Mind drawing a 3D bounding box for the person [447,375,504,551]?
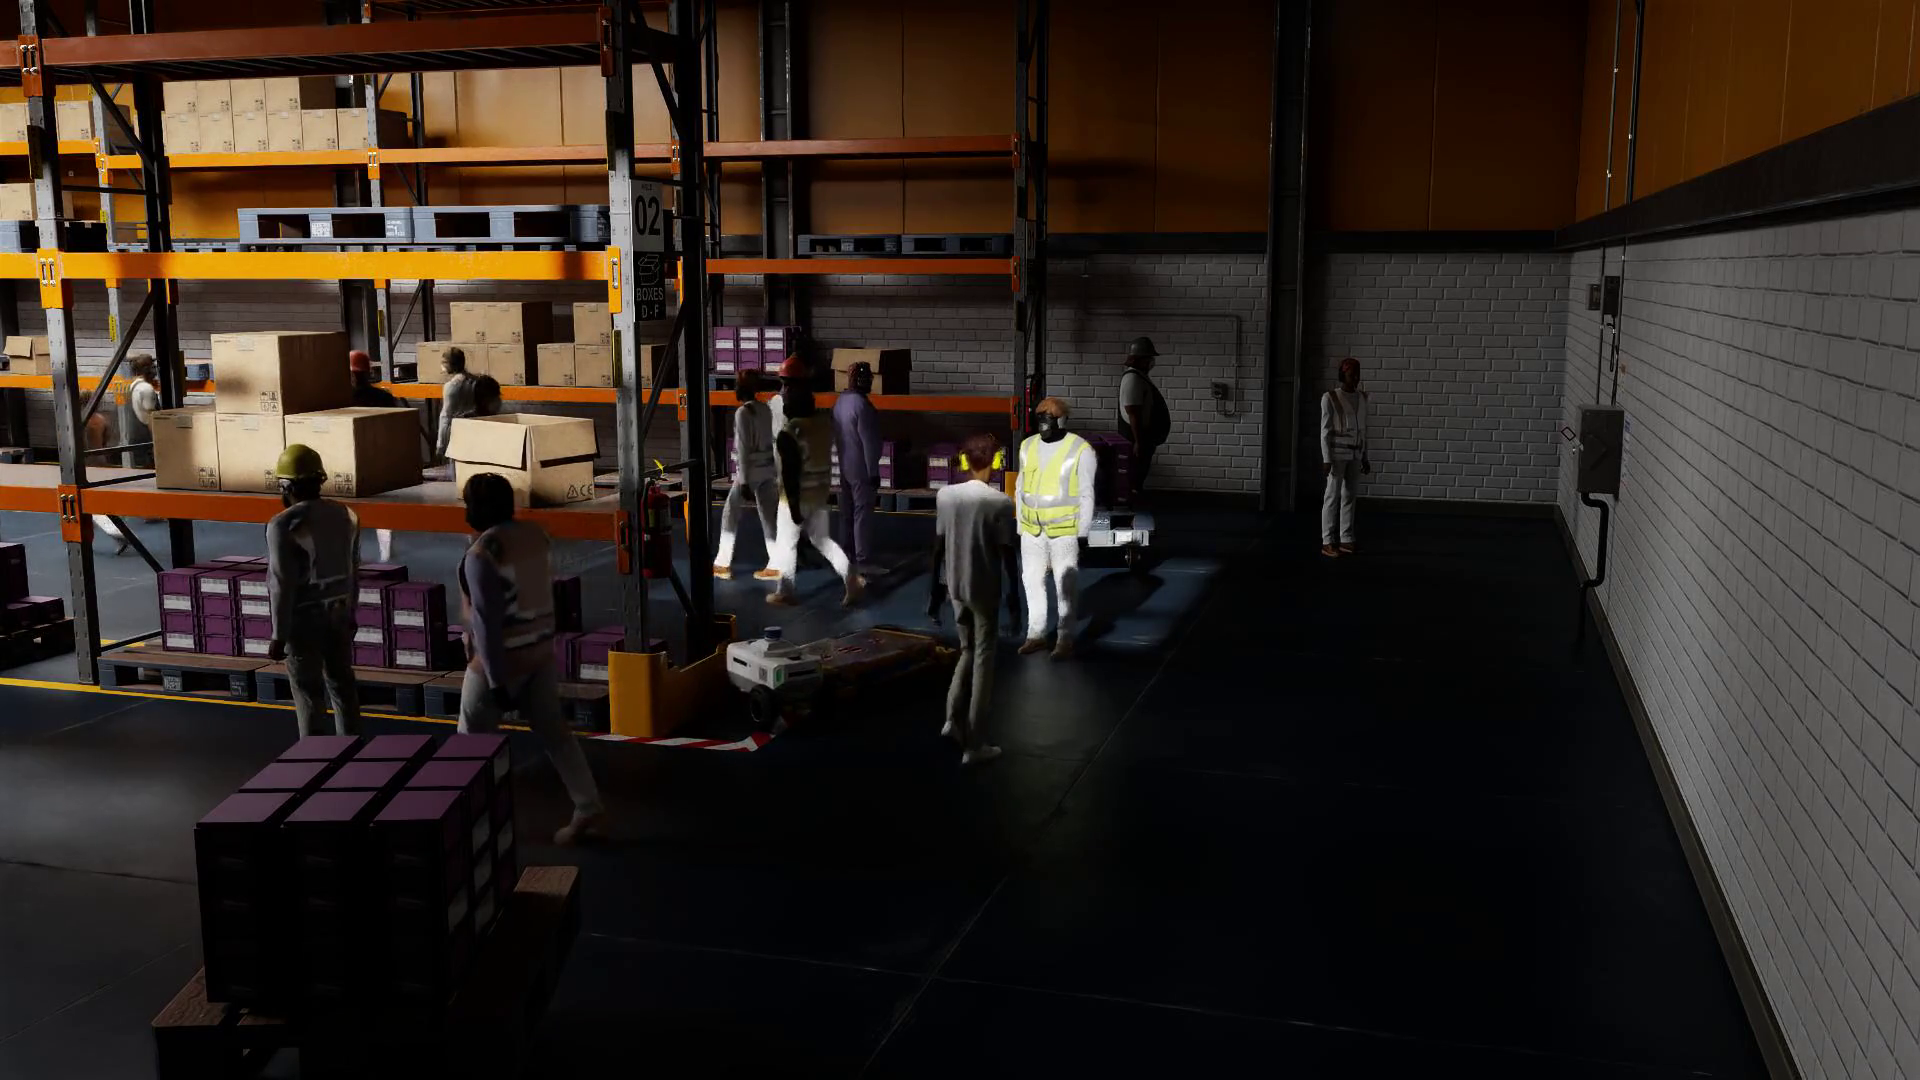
[{"bbox_3d":[-3.628,-0.300,12.767,0.434,1.923,0.631,6,11,34],"label":"person"}]

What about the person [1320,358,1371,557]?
[{"bbox_3d":[3.671,-0.785,15.830,0.575,1.883,0.355,-6,11,-31],"label":"person"}]

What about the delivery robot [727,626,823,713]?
[{"bbox_3d":[-1.131,0.770,10.106,0.477,0.478,0.707,-6,11,-34],"label":"delivery robot"}]

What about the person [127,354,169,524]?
[{"bbox_3d":[-8.635,-1.067,17.714,0.414,1.826,0.533,-8,12,-41],"label":"person"}]

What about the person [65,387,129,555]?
[{"bbox_3d":[-8.255,-0.653,15.827,0.764,1.611,0.526,1,9,8],"label":"person"}]

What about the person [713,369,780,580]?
[{"bbox_3d":[-1.915,-0.568,14.589,0.888,1.848,0.579,4,10,23],"label":"person"}]

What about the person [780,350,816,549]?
[{"bbox_3d":[-1.561,-0.881,16.245,0.372,1.940,0.631,-3,10,-19],"label":"person"}]

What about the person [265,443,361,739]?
[{"bbox_3d":[-3.392,0.409,8.707,0.404,1.829,0.600,4,10,22],"label":"person"}]

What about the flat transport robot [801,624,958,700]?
[{"bbox_3d":[-0.686,0.802,11.054,0.652,0.197,1.431,6,11,34],"label":"flat transport robot"}]

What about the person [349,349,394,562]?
[{"bbox_3d":[-5.518,-0.761,15.358,0.619,1.997,0.395,-1,9,-7],"label":"person"}]

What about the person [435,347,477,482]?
[{"bbox_3d":[-5.262,-1.022,17.149,0.757,1.919,0.660,1,9,7],"label":"person"}]

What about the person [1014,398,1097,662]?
[{"bbox_3d":[0.645,-0.073,11.642,0.648,1.839,0.429,6,11,33],"label":"person"}]

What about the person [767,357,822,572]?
[{"bbox_3d":[-1.514,-0.683,15.038,0.547,1.938,0.378,9,13,43],"label":"person"}]

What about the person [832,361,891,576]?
[{"bbox_3d":[-0.881,-0.639,14.866,0.410,1.909,0.643,-6,11,-30],"label":"person"}]

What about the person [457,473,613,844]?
[{"bbox_3d":[-2.105,0.573,7.903,0.970,1.796,0.604,4,10,24],"label":"person"}]

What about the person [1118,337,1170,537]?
[{"bbox_3d":[1.880,-1.059,17.019,0.538,2.000,0.681,1,9,6],"label":"person"}]

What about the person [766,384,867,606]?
[{"bbox_3d":[-1.177,-0.340,13.343,0.826,1.815,0.620,7,11,35],"label":"person"}]

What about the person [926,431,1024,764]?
[{"bbox_3d":[0.089,0.323,9.187,0.610,1.848,0.392,6,11,32],"label":"person"}]
